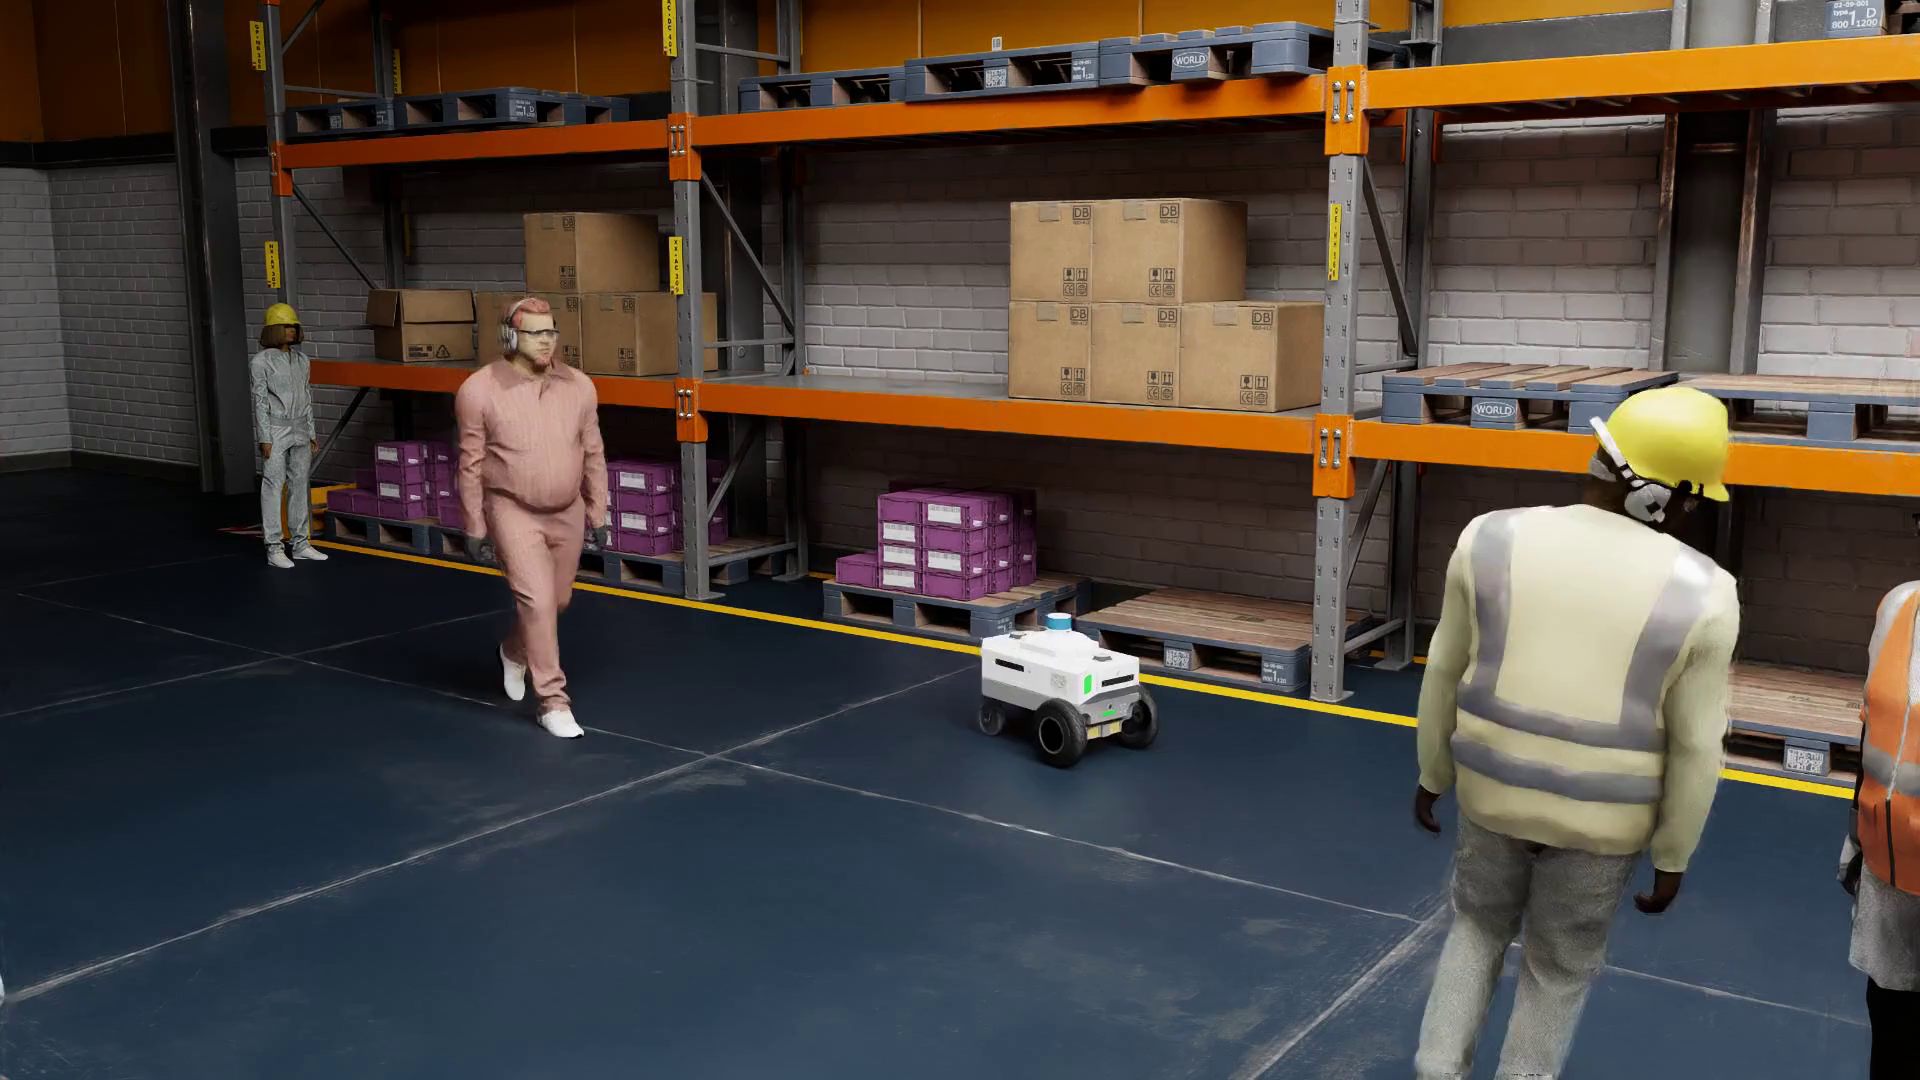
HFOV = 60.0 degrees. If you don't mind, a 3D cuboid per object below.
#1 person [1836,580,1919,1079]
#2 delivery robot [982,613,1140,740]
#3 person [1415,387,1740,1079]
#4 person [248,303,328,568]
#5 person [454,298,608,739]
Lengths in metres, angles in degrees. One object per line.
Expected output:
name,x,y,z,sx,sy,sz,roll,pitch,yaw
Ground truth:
person,1.914,0.646,3.217,0.317,1.696,0.537,-2,10,-13
delivery robot,0.410,0.547,6.921,0.477,0.478,0.707,-8,12,-38
person,1.289,0.554,3.543,0.642,1.775,0.466,6,11,32
person,-4.474,-0.698,11.074,0.287,1.746,0.487,4,10,22
person,-1.887,-0.123,7.301,0.641,1.875,0.893,-8,13,-40
